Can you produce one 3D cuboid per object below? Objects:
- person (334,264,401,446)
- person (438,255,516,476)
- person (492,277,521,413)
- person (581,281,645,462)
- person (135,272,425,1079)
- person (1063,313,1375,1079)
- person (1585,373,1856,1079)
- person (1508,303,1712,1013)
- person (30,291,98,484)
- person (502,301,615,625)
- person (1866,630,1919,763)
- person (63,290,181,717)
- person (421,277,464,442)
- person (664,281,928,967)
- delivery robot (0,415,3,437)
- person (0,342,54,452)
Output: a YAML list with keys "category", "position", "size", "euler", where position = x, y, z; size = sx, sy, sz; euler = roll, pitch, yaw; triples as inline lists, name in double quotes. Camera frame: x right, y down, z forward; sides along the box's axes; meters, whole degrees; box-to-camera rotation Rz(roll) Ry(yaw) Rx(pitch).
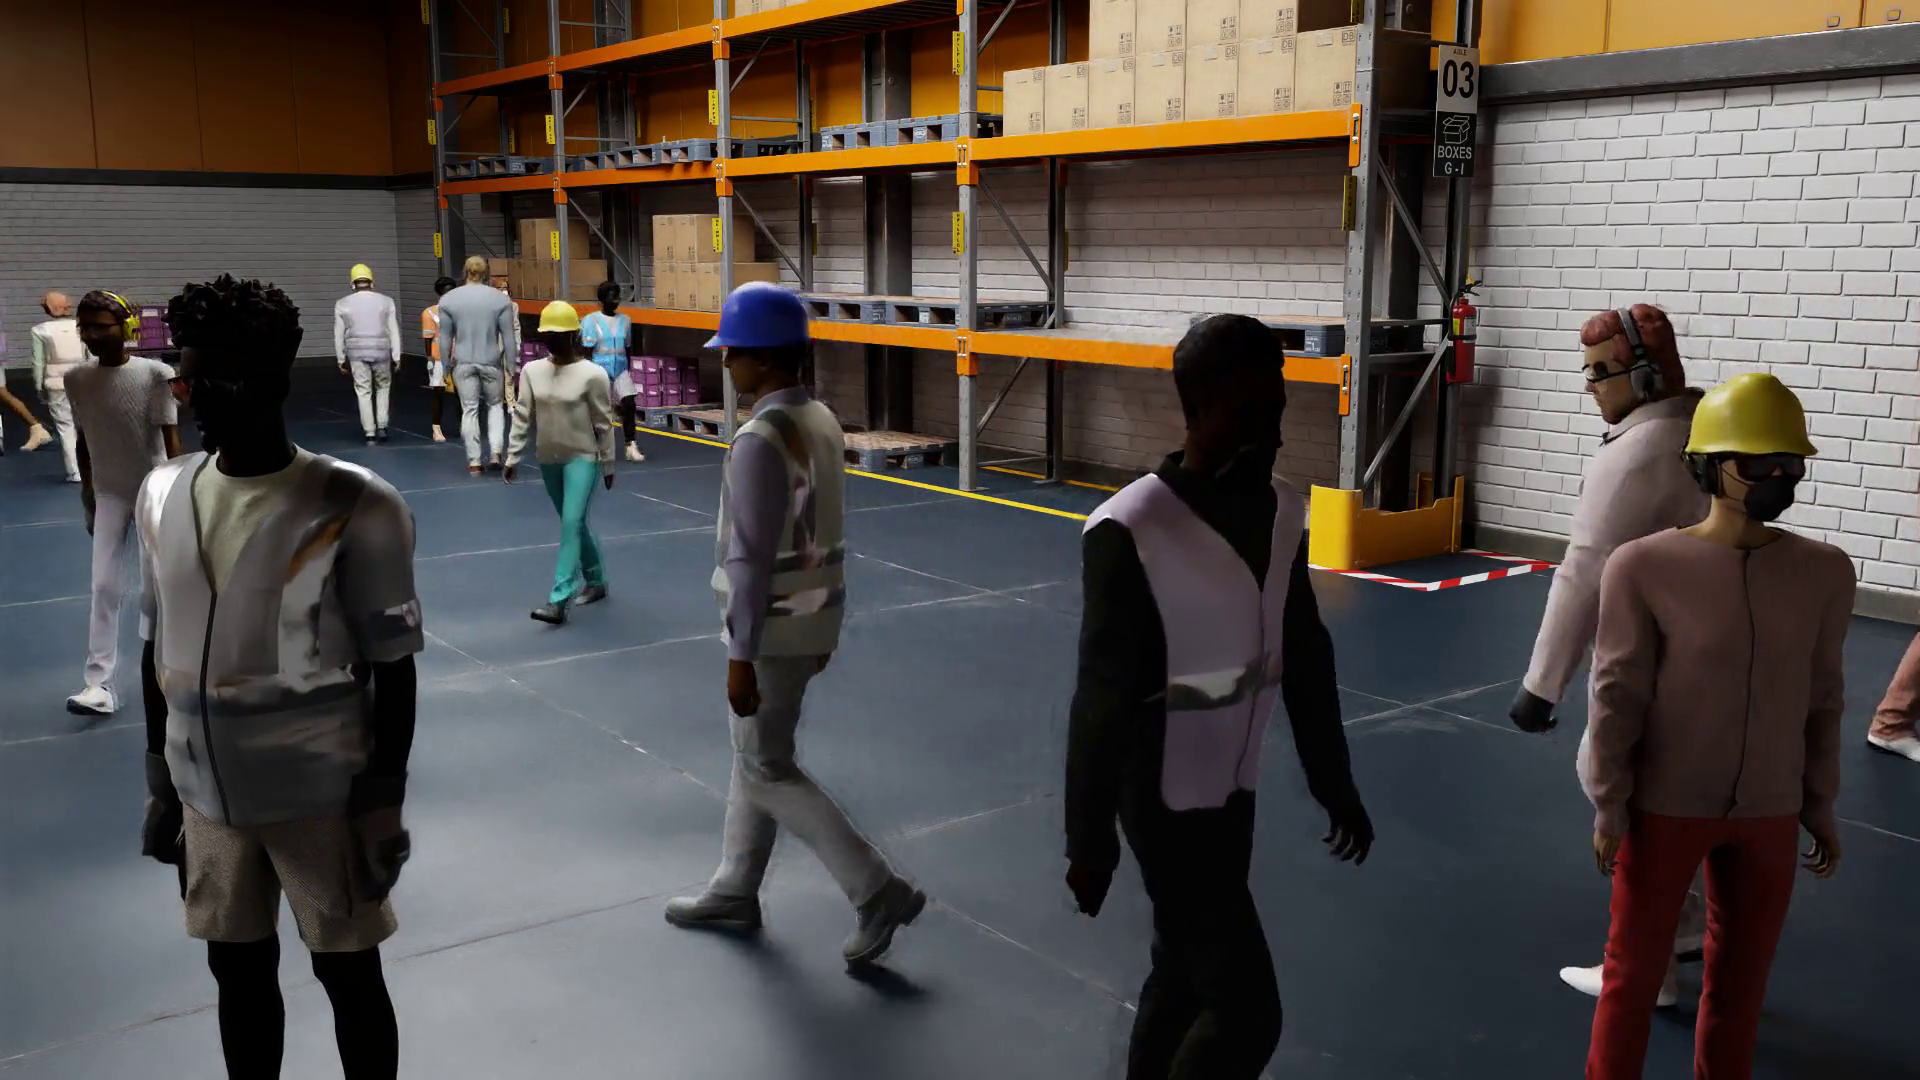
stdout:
- category: "person"
  position: [-5.987, -1.870, 16.806]
  size: [0.625, 1.804, 0.632]
  euler: [-4, 11, -21]
- category: "person"
  position: [-4.200, -1.516, 14.509]
  size: [0.652, 1.918, 0.446]
  euler: [-2, 10, -13]
- category: "person"
  position: [-5.406, -2.280, 19.626]
  size: [0.497, 1.629, 0.277]
  euler: [-9, 14, -42]
- category: "person"
  position: [-3.193, -1.525, 15.266]
  size: [0.551, 1.677, 0.672]
  euler: [-8, 13, -39]
- category: "person"
  position: [-1.344, 0.470, 3.261]
  size: [0.600, 1.966, 0.368]
  euler: [2, 10, 14]
- category: "person"
  position: [0.508, 0.518, 3.218]
  size: [0.574, 1.895, 0.616]
  euler: [7, 12, 35]
- category: "person"
  position: [1.539, 0.546, 3.392]
  size: [0.527, 1.772, 0.305]
  euler: [-1, 10, -4]
- category: "person"
  position: [1.732, 0.328, 4.334]
  size: [0.479, 1.879, 0.688]
  euler: [8, 13, 38]
- category: "person"
  position: [-7.525, -1.280, 14.008]
  size: [0.377, 1.619, 0.528]
  euler: [10, 14, 43]
- category: "person"
  position: [-2.154, -0.427, 9.007]
  size: [0.536, 1.713, 0.932]
  euler: [4, 11, 19]
- category: "person"
  position: [3.915, 0.012, 6.150]
  size: [0.999, 1.855, 0.640]
  euler: [10, 14, 43]
- category: "person"
  position: [-3.610, -0.162, 7.210]
  size: [0.526, 1.816, 0.961]
  euler: [-1, 10, -5]
- category: "person"
  position: [-5.225, -1.840, 16.995]
  size: [0.533, 1.687, 0.320]
  euler: [-10, 14, -43]
- category: "person"
  position: [-0.483, 0.239, 4.680]
  size: [0.818, 1.924, 0.624]
  euler: [2, 10, 13]
- category: "delivery robot"
  position: [-9.449, -1.131, 15.921]
  size: [0.477, 0.478, 0.707]
  euler: [-10, 14, -44]
- category: "person"
  position: [-9.337, -1.794, 15.897]
  size: [0.960, 2.011, 0.618]
  euler: [-3, 10, -15]
